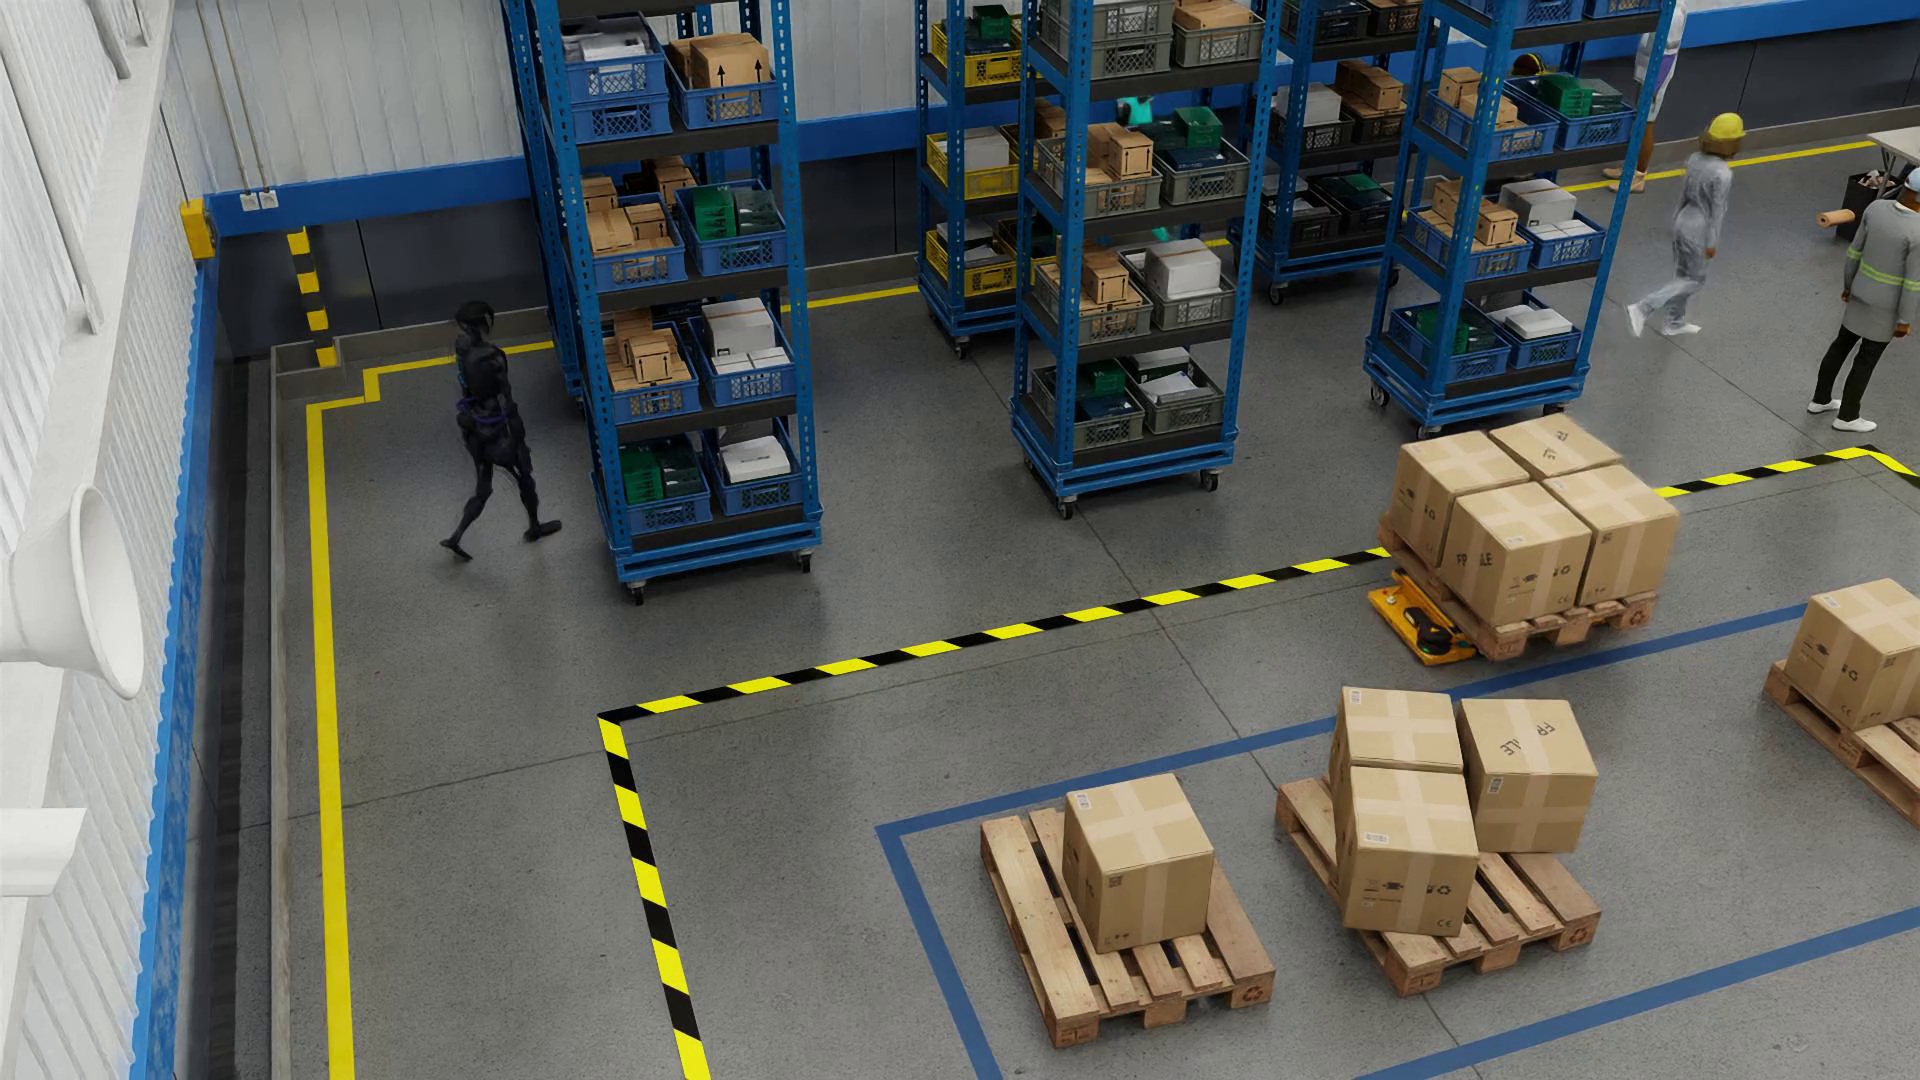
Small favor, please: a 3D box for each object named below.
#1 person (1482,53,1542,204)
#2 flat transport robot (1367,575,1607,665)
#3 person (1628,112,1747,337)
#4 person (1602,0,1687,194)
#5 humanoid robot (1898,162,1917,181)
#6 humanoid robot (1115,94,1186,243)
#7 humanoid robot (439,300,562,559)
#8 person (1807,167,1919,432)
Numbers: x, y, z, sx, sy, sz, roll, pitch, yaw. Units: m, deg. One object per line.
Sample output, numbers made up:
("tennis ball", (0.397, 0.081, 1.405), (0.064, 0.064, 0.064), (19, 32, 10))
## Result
("person", (4.224, -2.836, 12.726), (0.942, 1.829, 0.525), (-29, 44, -35))
("flat transport robot", (3.150, 0.319, 9.580), (1.431, 0.197, 0.652), (-11, 37, -15))
("person", (5.233, -2.226, 11.939), (0.584, 1.724, 0.496), (-3, 35, -4))
("person", (5.837, -3.949, 14.120), (0.393, 2.038, 0.613), (7, 36, 10))
("humanoid robot", (8.173, -3.433, 13.766), (0.844, 1.617, 0.611), (17, 39, 23))
("humanoid robot", (1.566, -2.609, 12.537), (0.876, 1.846, 0.557), (18, 39, 23))
("humanoid robot", (-2.804, -0.626, 9.760), (0.589, 1.648, 0.729), (28, 44, 34))
("person", (6.060, -1.590, 10.937), (0.390, 1.849, 0.597), (-9, 36, -13))
